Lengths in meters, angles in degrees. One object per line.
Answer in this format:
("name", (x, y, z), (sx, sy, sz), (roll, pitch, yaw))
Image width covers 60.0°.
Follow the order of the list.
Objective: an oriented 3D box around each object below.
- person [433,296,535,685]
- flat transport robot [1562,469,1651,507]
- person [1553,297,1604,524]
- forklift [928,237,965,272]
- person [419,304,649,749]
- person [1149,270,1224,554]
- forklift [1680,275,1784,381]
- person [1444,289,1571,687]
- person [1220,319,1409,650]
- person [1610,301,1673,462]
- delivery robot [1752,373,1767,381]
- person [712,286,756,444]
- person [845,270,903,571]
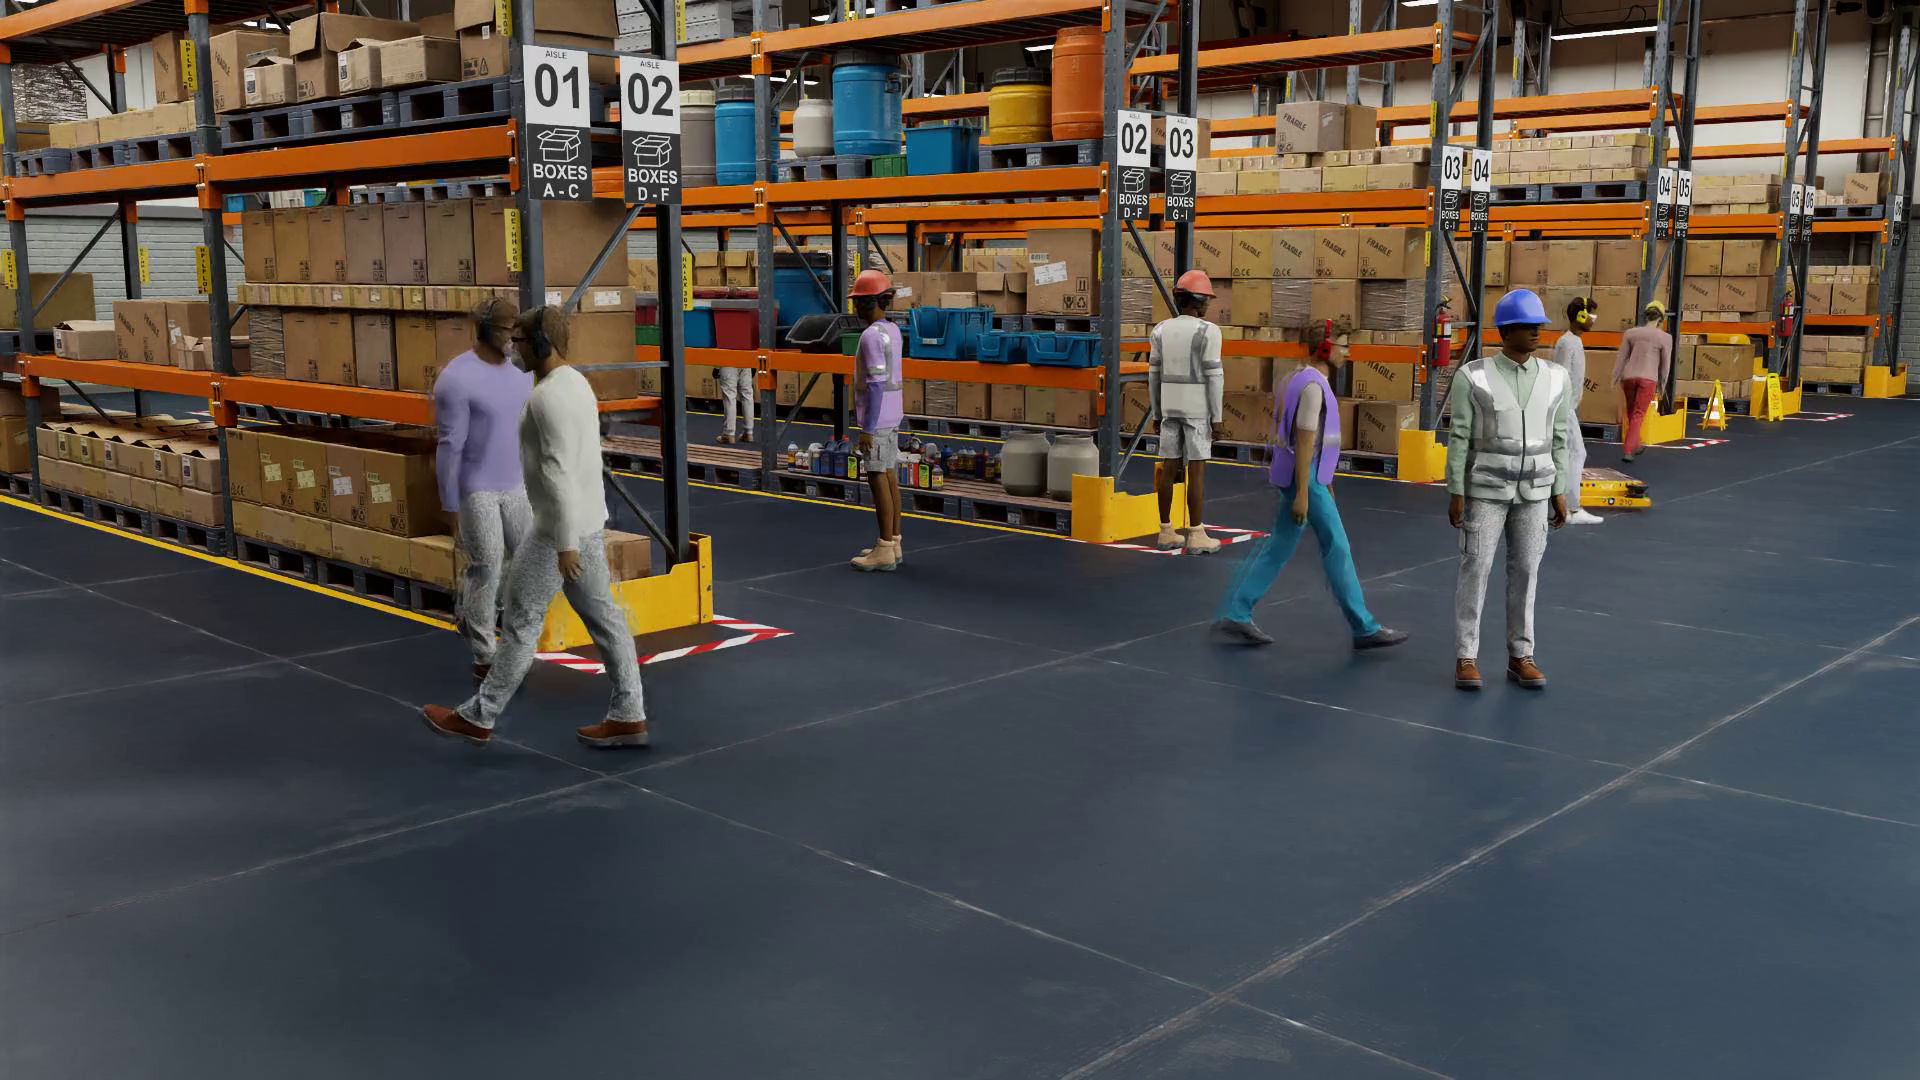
("person", (-2.324, -0.233, 8.163), (0.492, 1.916, 0.659), (5, 11, 30))
("flat transport robot", (5.643, -0.487, 14.908), (0.652, 0.197, 1.431), (1, 9, 6))
("person", (4.877, -1.074, 13.626), (0.770, 1.835, 0.550), (4, 10, 22))
("forklift", (-0.326, -5.817, 39.609), (1.129, 2.768, 1.873), (9, 13, 43))
("person", (-1.807, -0.040, 7.067), (0.994, 1.889, 0.661), (0, 9, -1))
("person", (1.667, -0.935, 12.115), (0.612, 2.039, 0.392), (9, 13, 43))
("forklift", (12.480, -3.427, 27.053), (1.214, 2.155, 2.313), (9, 13, 43))
("person", (2.687, -0.247, 8.173), (0.613, 1.949, 0.380), (-1, 9, -4))
("person", (1.898, -0.298, 8.999), (0.998, 1.794, 0.576), (1, 9, 7))
("person", (7.310, -1.695, 17.815), (0.573, 1.695, 0.899), (9, 13, 43))
("delivery robot", (11.996, -2.398, 25.474), (0.707, 0.478, 0.477), (2, 9, 12))
("person", (-2.673, -2.071, 19.690), (0.636, 1.842, 0.429), (-9, 13, -43))
("person", (-0.591, -0.821, 11.407), (0.388, 2.041, 0.615), (2, 9, 11))
